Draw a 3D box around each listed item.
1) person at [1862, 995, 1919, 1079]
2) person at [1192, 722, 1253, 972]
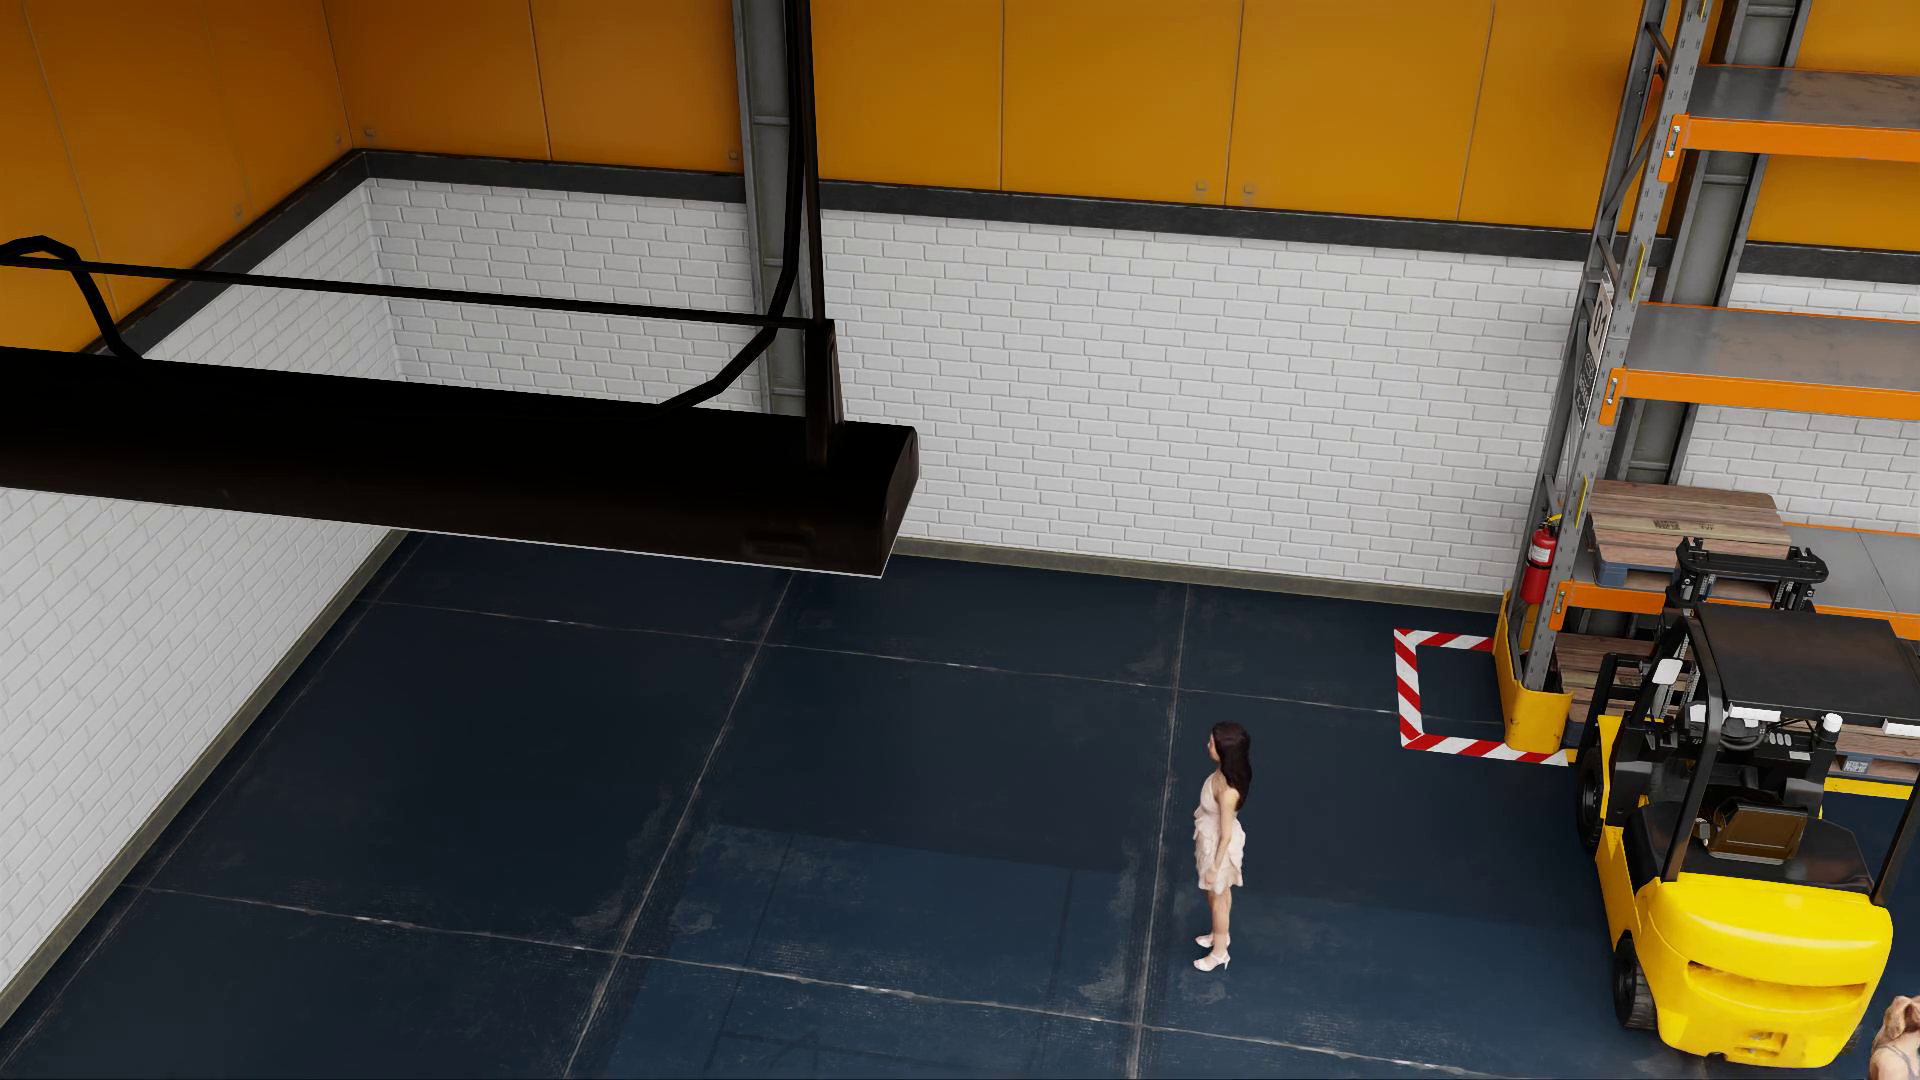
[{"bbox_3d":[4.050,2.658,7.652,0.797,1.685,0.676,15,36,21],"label":"person"},{"bbox_3d":[1.427,1.685,9.070,0.530,1.735,0.588,7,34,11],"label":"person"}]
